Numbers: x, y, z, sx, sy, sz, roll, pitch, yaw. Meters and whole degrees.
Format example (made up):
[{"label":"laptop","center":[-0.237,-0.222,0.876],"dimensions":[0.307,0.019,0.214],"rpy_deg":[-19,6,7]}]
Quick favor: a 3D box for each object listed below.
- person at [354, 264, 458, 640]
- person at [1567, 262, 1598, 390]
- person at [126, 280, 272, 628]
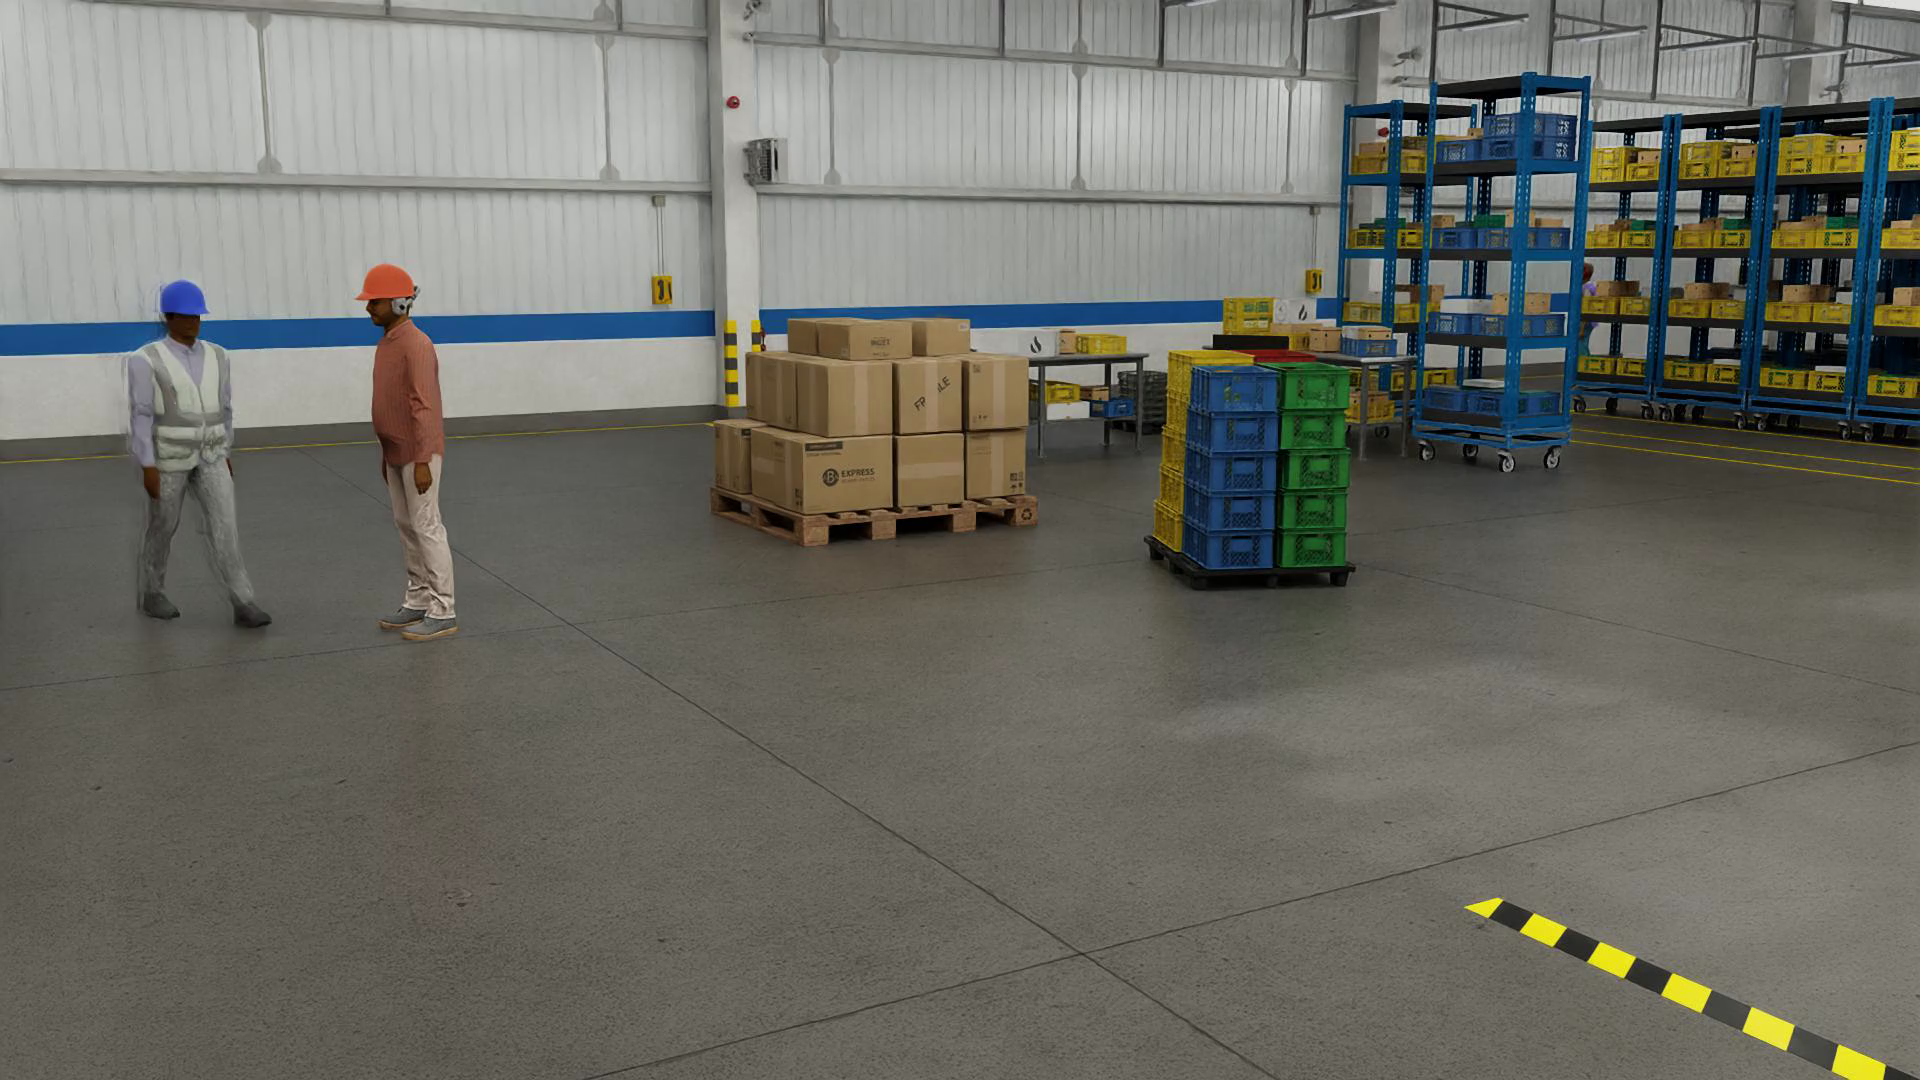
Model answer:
[{"label":"person","center":[-2.960,-0.465,8.858],"dimensions":[0.414,1.985,0.611],"rpy_deg":[-8,13,-38]},{"label":"person","center":[8.949,-3.050,23.862],"dimensions":[0.389,1.850,0.566],"rpy_deg":[3,10,16]},{"label":"person","center":[-4.242,-0.465,9.111],"dimensions":[0.996,1.898,0.650],"rpy_deg":[7,12,33]}]
